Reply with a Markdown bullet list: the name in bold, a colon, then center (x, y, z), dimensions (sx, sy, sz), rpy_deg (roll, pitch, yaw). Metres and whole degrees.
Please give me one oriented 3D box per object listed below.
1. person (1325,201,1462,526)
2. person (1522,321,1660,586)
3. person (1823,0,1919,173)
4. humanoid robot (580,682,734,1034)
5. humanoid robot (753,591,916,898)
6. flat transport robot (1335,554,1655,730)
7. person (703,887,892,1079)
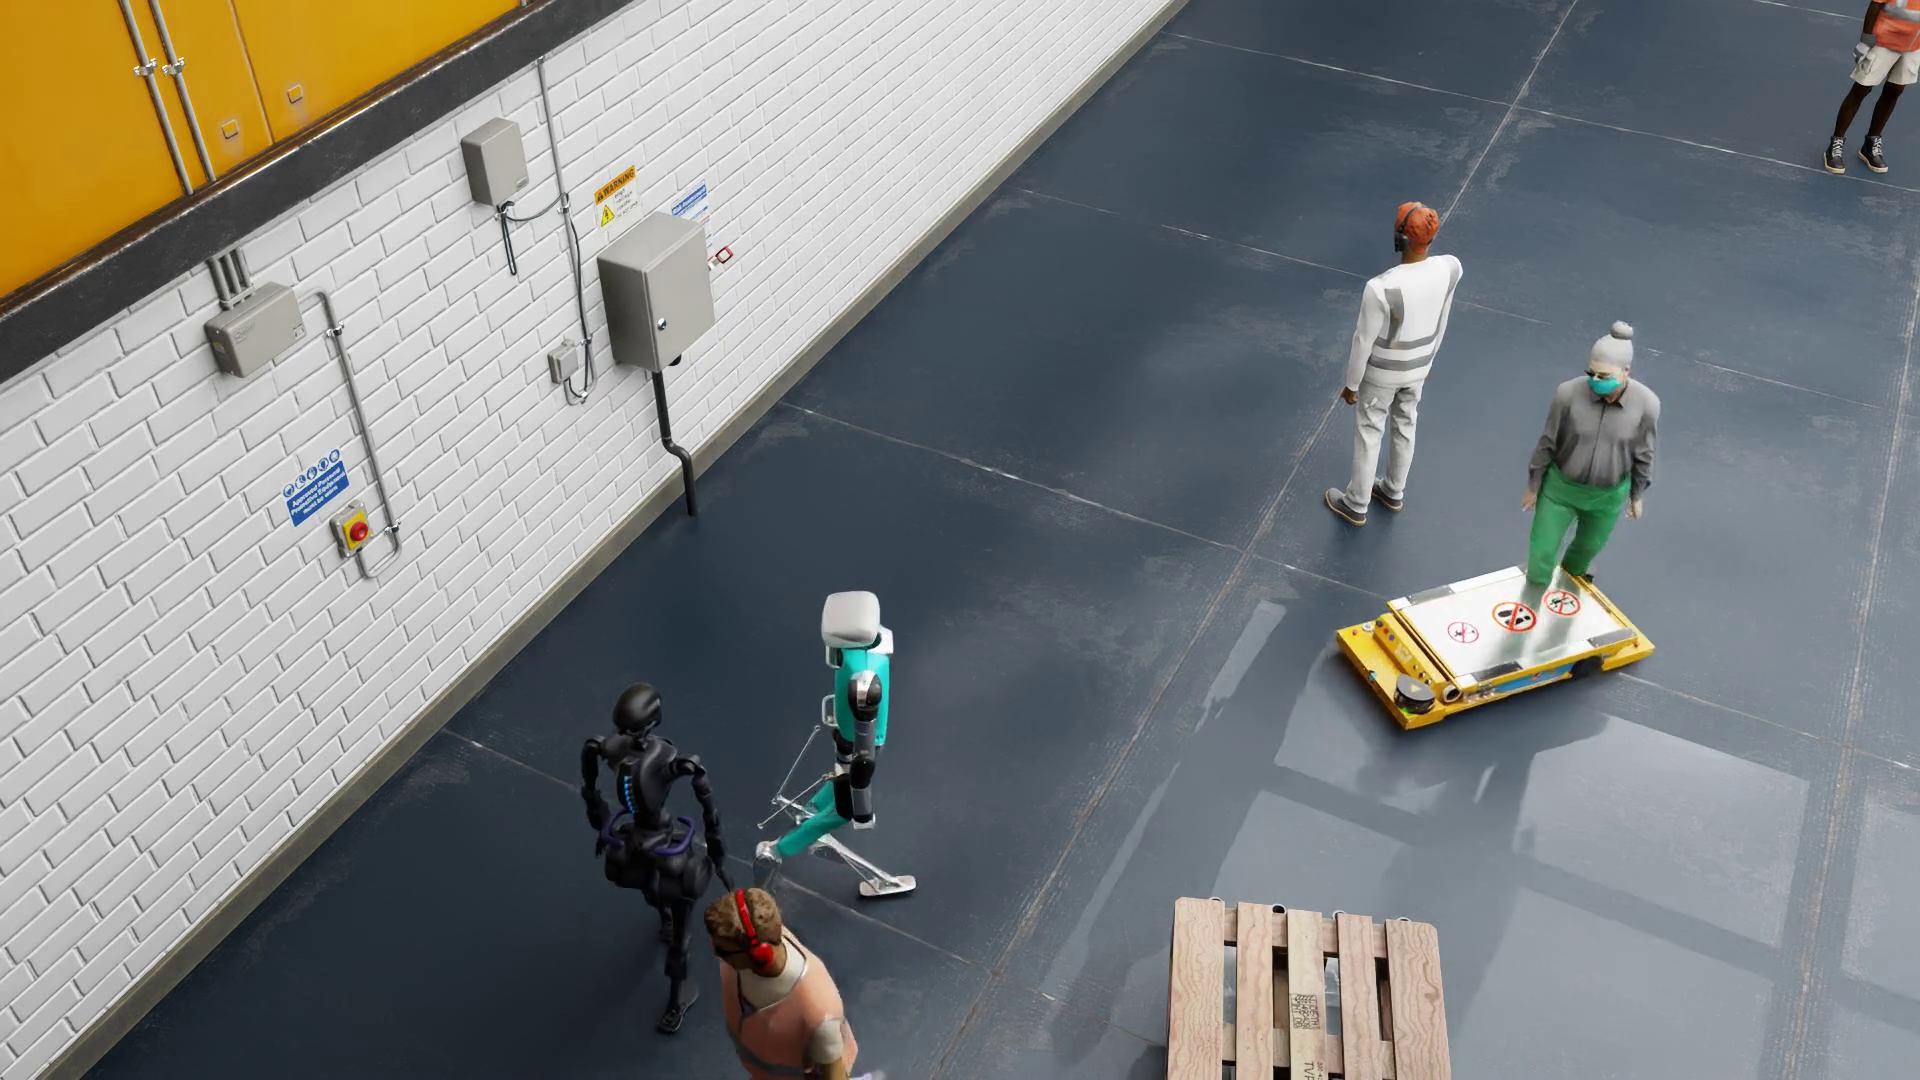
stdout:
- **person**: center (2.247, -0.892, 8.647), dimensions (0.566, 1.878, 0.353), rpy_deg (-16, 43, -18)
- **person**: center (3.025, -0.309, 8.015), dimensions (0.561, 1.821, 0.474), rpy_deg (10, 42, 11)
- **person**: center (6.566, -3.505, 11.603), dimensions (0.607, 1.965, 0.366), rpy_deg (-2, 41, -2)
- **humanoid robot**: center (-1.153, 1.163, 6.421), dimensions (0.601, 1.636, 0.658), rpy_deg (9, 42, 11)
- **humanoid robot**: center (-0.658, 0.943, 6.661), dimensions (0.921, 1.816, 0.530), rpy_deg (-3, 41, -3)
- **flat transport robot**: center (2.668, 0.485, 8.276), dimensions (1.431, 0.231, 0.659), rpy_deg (-14, 43, -15)
- **person**: center (-0.536, 1.742, 5.639), dimensions (0.723, 1.812, 0.573), rpy_deg (-32, 50, -31)
